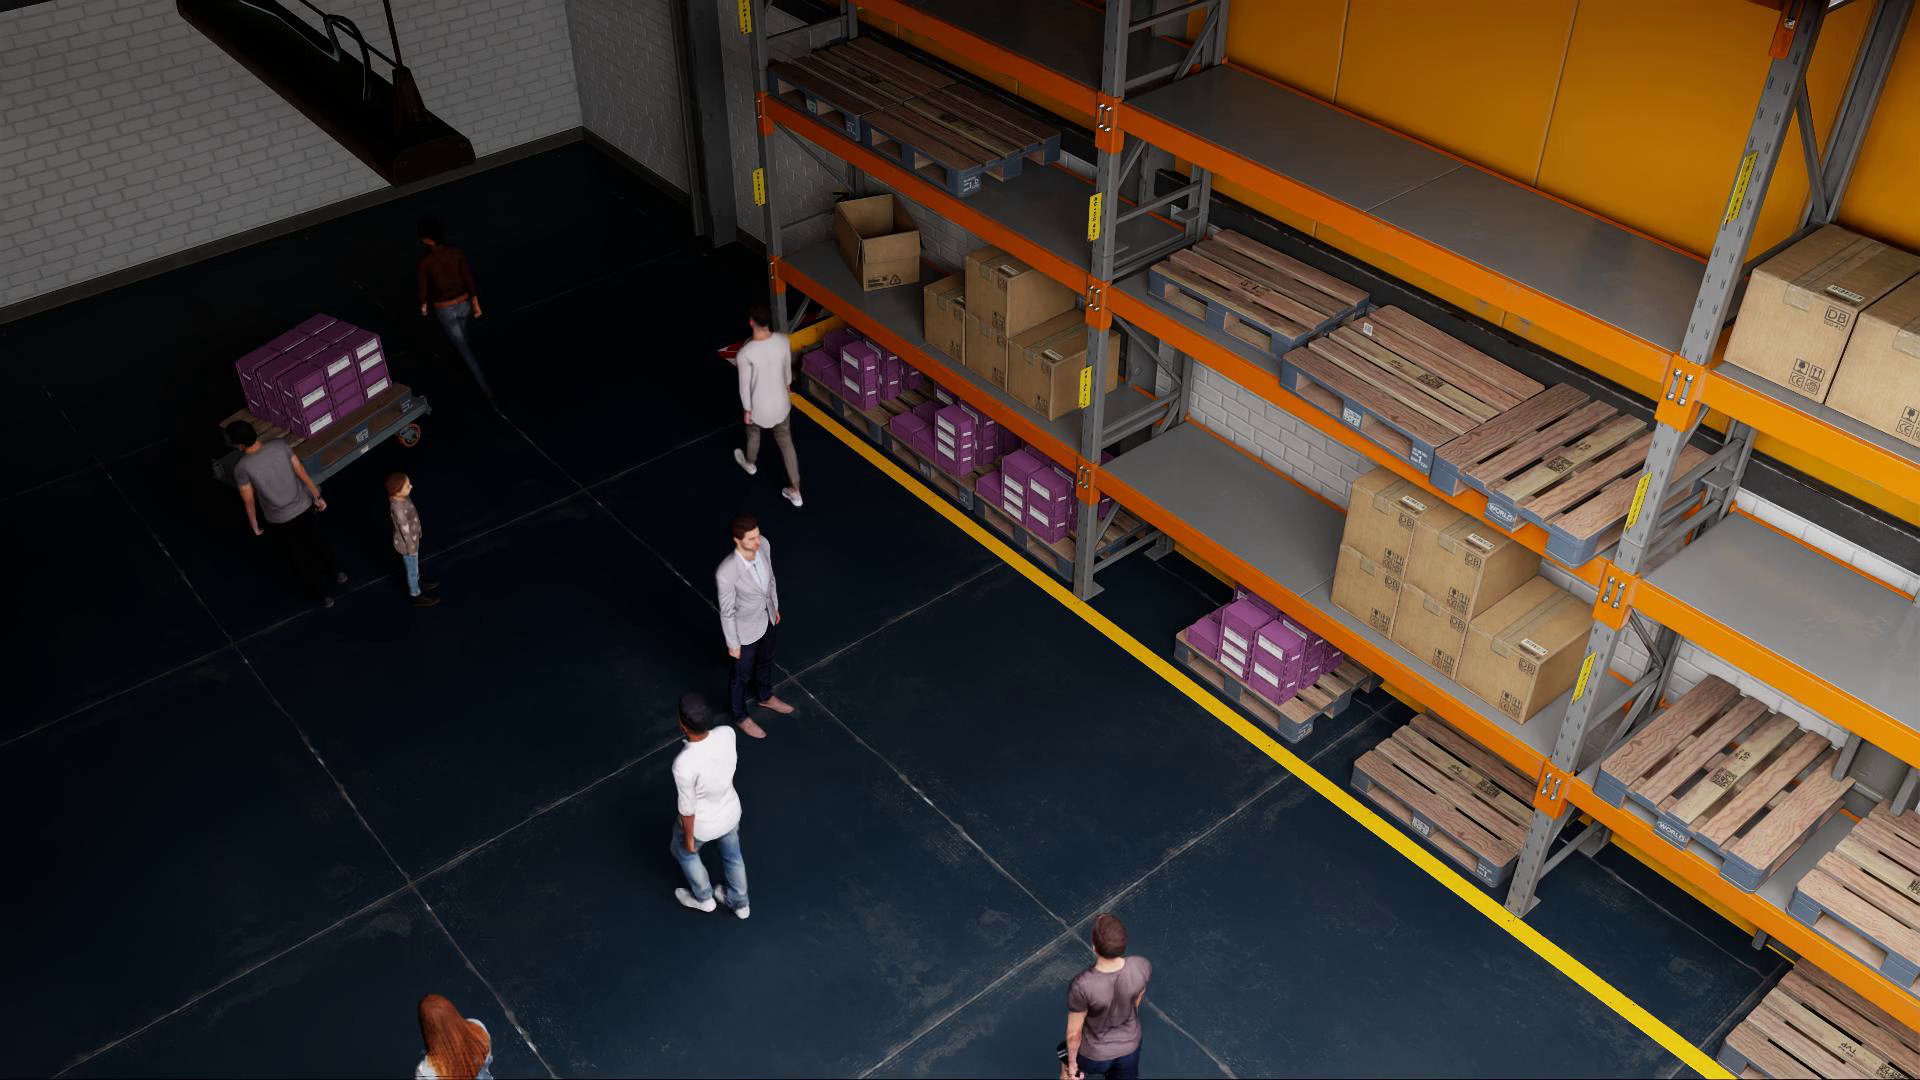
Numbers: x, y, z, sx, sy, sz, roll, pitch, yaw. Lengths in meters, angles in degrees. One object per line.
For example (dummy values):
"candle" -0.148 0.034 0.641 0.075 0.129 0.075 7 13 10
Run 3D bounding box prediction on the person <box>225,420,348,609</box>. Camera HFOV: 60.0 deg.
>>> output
"person" -4.950 -0.204 12.354 0.776 1.716 0.716 -26 46 -29

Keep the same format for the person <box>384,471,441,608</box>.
"person" -4.175 -0.022 12.545 0.598 1.193 0.497 -10 40 -12

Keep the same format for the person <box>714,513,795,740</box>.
"person" -1.428 0.547 11.308 0.664 1.847 0.729 22 44 25

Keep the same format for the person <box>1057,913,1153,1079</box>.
"person" 0.786 2.685 8.643 0.806 1.833 0.905 -11 40 -13

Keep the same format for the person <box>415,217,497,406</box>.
"person" -4.392 -1.954 14.542 0.733 1.720 1.147 -31 48 -33

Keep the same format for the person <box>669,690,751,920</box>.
"person" -1.446 1.664 9.949 0.753 1.797 0.709 28 46 30

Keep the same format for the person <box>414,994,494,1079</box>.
"person" -2.431 2.945 8.451 1.116 1.666 0.806 24 45 27

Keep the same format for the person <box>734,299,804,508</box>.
"person" -1.498 -1.065 13.370 0.747 1.794 1.153 -24 44 -27
